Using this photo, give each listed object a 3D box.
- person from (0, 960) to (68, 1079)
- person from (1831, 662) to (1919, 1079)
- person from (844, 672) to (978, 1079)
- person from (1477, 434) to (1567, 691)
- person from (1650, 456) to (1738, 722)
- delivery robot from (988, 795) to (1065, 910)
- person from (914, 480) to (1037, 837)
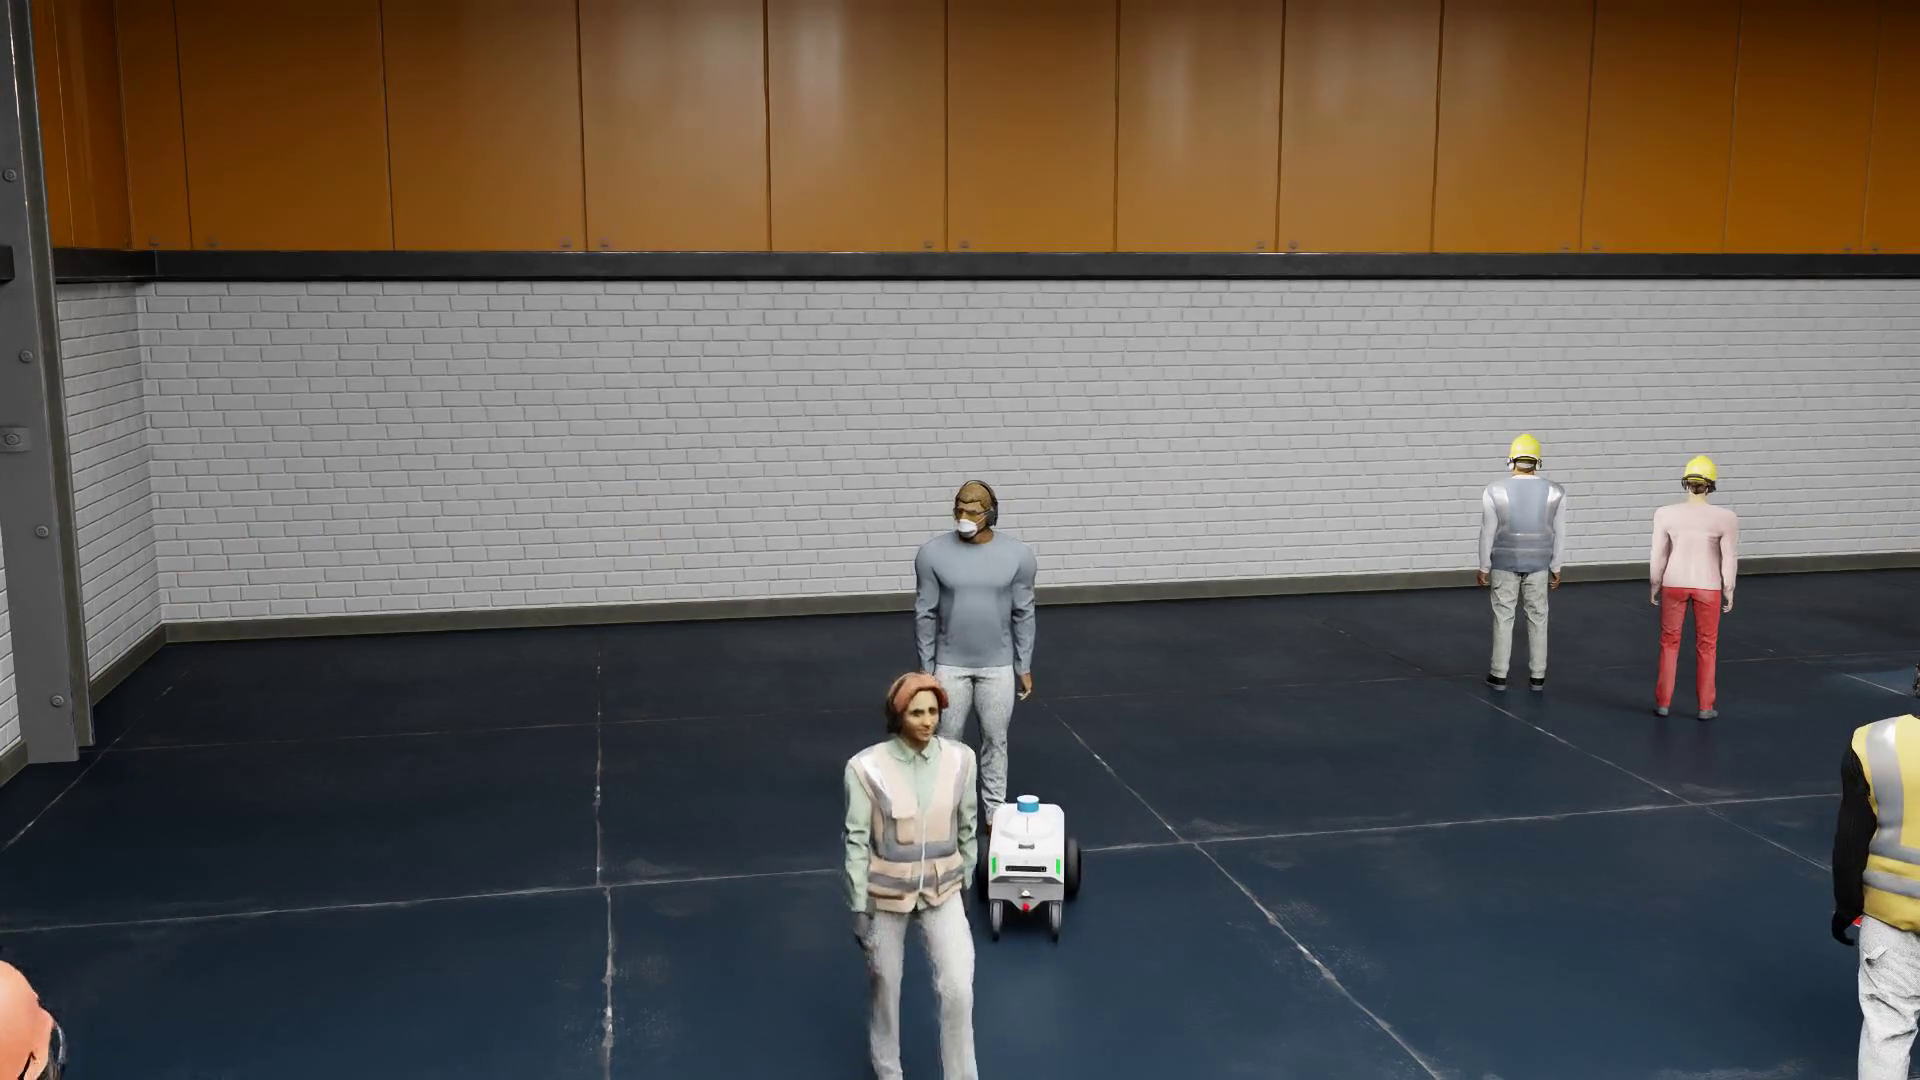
[{"bbox_3d":[-1.457,1.559,2.776,0.666,2.008,0.793,-2,9,-10],"label":"person"},{"bbox_3d":[3.161,1.214,5.386,0.621,1.844,0.429,5,10,27],"label":"person"},{"bbox_3d":[-0.147,1.262,5.745,0.512,1.618,0.679,-3,10,-19],"label":"person"},{"bbox_3d":[3.981,0.161,11.829,0.598,1.830,0.403,1,9,6],"label":"person"},{"bbox_3d":[4.862,0.322,11.050,0.533,1.768,0.310,5,10,26],"label":"person"},{"bbox_3d":[0.314,1.428,7.704,0.477,0.478,0.707,1,9,3],"label":"delivery robot"},{"bbox_3d":[0.080,0.648,8.548,0.629,1.937,0.377,0,9,0],"label":"person"}]
